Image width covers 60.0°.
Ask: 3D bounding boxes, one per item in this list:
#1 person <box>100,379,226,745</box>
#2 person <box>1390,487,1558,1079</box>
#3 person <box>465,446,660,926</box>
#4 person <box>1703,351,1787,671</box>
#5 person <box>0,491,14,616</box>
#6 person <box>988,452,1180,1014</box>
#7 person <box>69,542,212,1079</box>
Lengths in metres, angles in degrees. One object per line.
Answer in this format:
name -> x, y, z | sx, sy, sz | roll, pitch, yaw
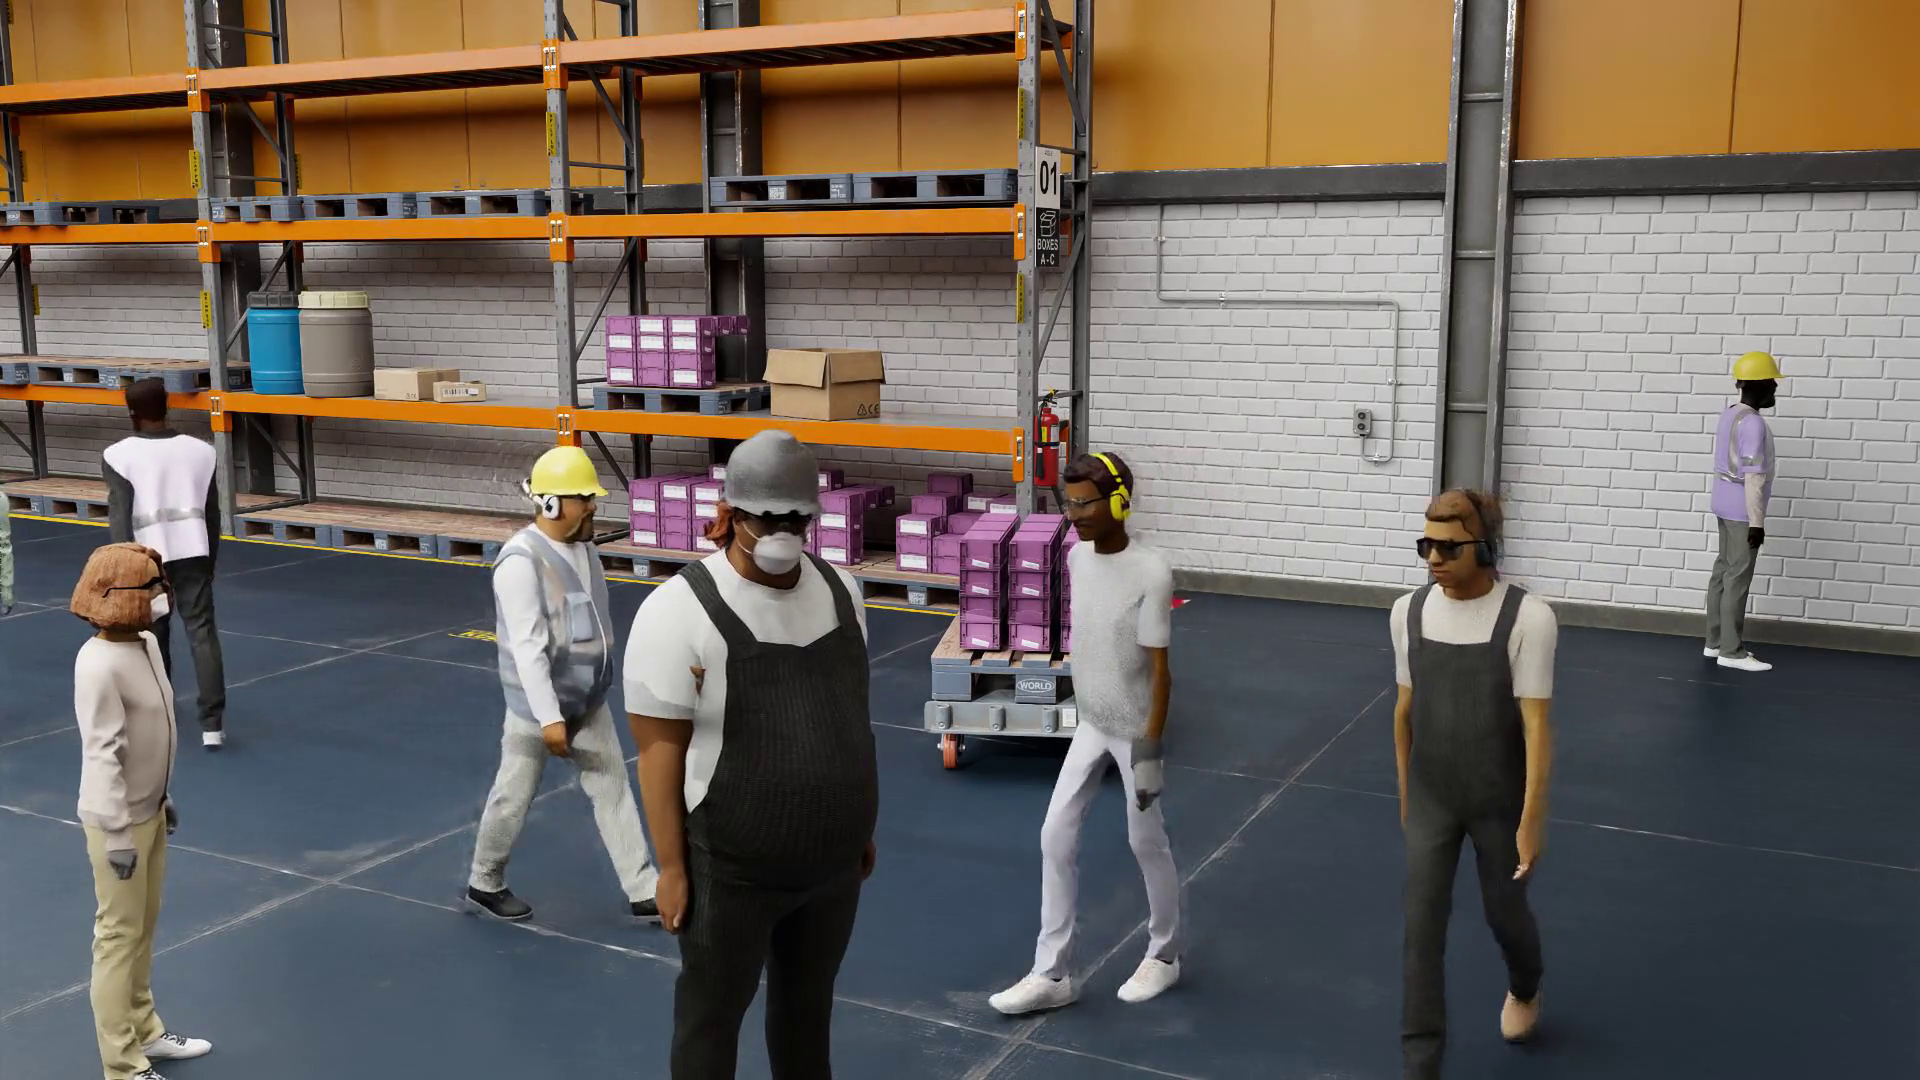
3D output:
person -> -4.073, 0.113, 8.529 | 0.987, 1.855, 0.616 | 9, 13, 42
person -> 1.510, 0.731, 4.866 | 0.525, 1.814, 0.879 | 7, 12, 37
person -> -1.448, 0.553, 6.042 | 0.924, 1.789, 0.599 | 3, 10, 20
person -> 4.760, -0.180, 10.097 | 0.363, 1.930, 0.587 | 1, 9, 8
person -> -5.106, 0.244, 8.470 | 0.543, 1.602, 0.661 | -4, 10, -25
person -> 0.425, 0.642, 5.334 | 0.854, 1.826, 0.576 | -7, 12, -37
person -> -2.413, 0.814, 4.879 | 0.286, 1.633, 0.501 | -2, 9, -11
